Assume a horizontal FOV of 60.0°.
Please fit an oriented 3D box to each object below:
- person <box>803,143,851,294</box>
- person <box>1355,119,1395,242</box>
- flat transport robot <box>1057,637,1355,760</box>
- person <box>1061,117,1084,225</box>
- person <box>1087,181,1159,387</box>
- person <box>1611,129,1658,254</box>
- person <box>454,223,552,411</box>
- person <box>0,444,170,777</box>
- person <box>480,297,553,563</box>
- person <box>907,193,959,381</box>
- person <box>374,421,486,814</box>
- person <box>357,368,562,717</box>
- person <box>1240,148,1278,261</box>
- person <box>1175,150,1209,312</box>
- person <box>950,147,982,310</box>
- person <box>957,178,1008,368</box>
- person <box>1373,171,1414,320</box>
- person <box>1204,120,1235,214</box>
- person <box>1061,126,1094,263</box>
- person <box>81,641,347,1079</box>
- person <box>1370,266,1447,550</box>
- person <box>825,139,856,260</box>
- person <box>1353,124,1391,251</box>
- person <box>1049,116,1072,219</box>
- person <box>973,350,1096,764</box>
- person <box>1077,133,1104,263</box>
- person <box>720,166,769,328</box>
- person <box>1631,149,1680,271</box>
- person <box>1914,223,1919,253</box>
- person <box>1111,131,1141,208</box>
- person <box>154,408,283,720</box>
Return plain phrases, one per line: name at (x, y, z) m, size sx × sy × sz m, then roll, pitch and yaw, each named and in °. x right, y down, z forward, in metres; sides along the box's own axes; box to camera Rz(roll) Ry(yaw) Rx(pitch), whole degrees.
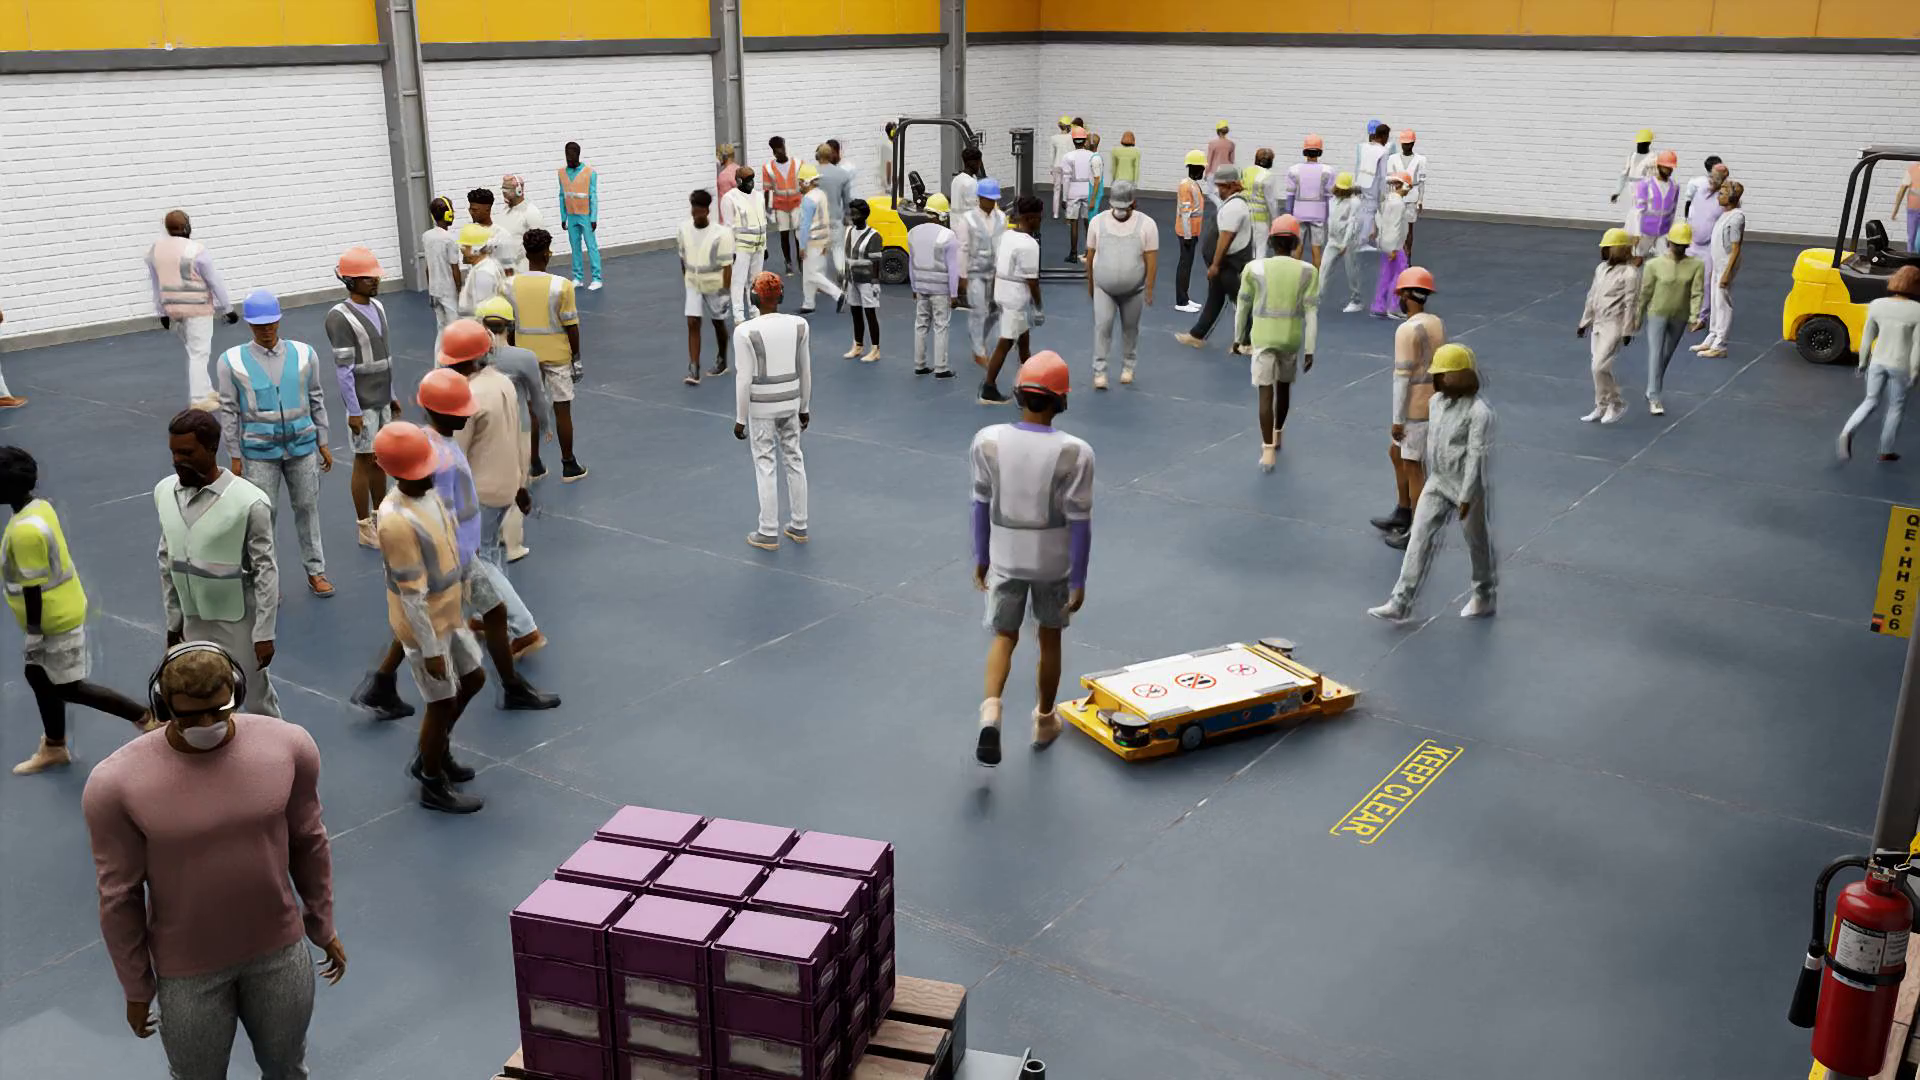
person at (-1.673, -4.059, 21.146) m, size 0.662 × 1.922 × 0.652 m, roll -6°, pitch 19°, yaw -17°
person at (6.596, -5.725, 26.401) m, size 0.654 × 1.898 × 0.868 m, roll 3°, pitch 18°, yaw 10°
flat transport robot at (1.281, 0.799, 8.619) m, size 1.431 × 0.197 × 0.652 m, roll -9°, pitch 20°, yaw -27°
person at (2.023, -6.147, 27.913) m, size 0.554 × 1.823 × 1.041 m, roll -8°, pitch 19°, yaw -24°
person at (1.562, -2.505, 16.092) m, size 0.695 × 2.000 × 0.557 m, roll 2°, pitch 18°, yaw 7°
person at (10.089, -5.132, 24.591) m, size 1.015 × 1.876 × 0.592 m, roll -5°, pitch 19°, yaw -16°
person at (-4.021, -1.824, 14.344) m, size 0.827 × 1.807 × 0.588 m, roll -6°, pitch 19°, yaw -19°
person at (-4.161, 0.339, 7.803) m, size 0.700 × 1.670 × 0.541 m, roll -8°, pitch 19°, yaw -24°
person at (-2.992, -0.737, 11.040) m, size 0.524 × 1.743 × 0.549 m, roll 2°, pitch 18°, yaw 7°
person at (-0.245, -2.491, 16.405) m, size 0.596 × 1.823 × 0.403 m, roll 13°, pitch 22°, yaw 35°
person at (-2.374, 0.360, 7.393) m, size 0.404 × 1.887 × 0.655 m, roll 0°, pitch 18°, yaw -1°
person at (-2.625, 0.031, 8.424) m, size 0.983 × 1.882 × 0.580 m, roll -7°, pitch 19°, yaw -22°
person at (3.898, -4.217, 21.823) m, size 0.433 × 1.822 × 0.663 m, roll -7°, pitch 19°, yaw -22°
person at (2.794, -3.740, 20.134) m, size 0.369 × 1.929 × 0.586 m, roll 5°, pitch 18°, yaw 14°
person at (0.086, -3.796, 20.290) m, size 0.418 × 1.948 × 0.600 m, roll -7°, pitch 19°, yaw -20°
person at (0.220, -2.734, 16.996) m, size 0.607 × 1.924 × 0.546 m, roll -10°, pitch 20°, yaw -28°
person at (5.193, -3.481, 19.686) m, size 0.550 × 1.707 × 0.583 m, roll 2°, pitch 18°, yaw 6°
person at (4.416, -6.210, 28.135) m, size 0.539 × 1.750 × 0.578 m, roll -8°, pitch 19°, yaw -23°
person at (1.711, -4.967, 23.969) m, size 0.545 × 1.933 × 0.376 m, roll -6°, pitch 19°, yaw -17°
person at (-2.072, 1.181, 4.739) m, size 0.627 × 1.934 × 0.372 m, roll -14°, pitch 22°, yaw -37°
person at (3.066, -0.894, 11.313) m, size 0.582 × 1.893 × 0.549 m, roll 12°, pitch 21°, yaw 33°
person at (-1.730, -4.487, 22.589) m, size 0.659 × 1.852 × 0.982 m, roll 11°, pitch 21°, yaw 30°
person at (6.198, -5.286, 25.028) m, size 0.454 × 1.894 × 0.618 m, roll -6°, pitch 19°, yaw -18°
person at (1.808, -6.468, 28.937) m, size 0.526 × 1.765 × 0.330 m, roll 6°, pitch 19°, yaw 19°
person at (0.325, 0.115, 7.938) m, size 0.613 × 2.020 × 0.740 m, roll 5°, pitch 18°, yaw 16°
person at (1.894, -4.937, 24.014) m, size 0.338 × 1.845 × 0.514 m, roll -1°, pitch 18°, yaw -2°
person at (-2.422, -3.336, 19.013) m, size 0.429 × 1.844 × 0.627 m, roll 13°, pitch 22°, yaw 35°
person at (8.481, -3.796, 20.358) m, size 0.559 × 1.950 × 0.607 m, roll -1°, pitch 18°, yaw -3°
person at (11.387, -3.321, 19.347) m, size 0.527 × 1.606 × 0.806 m, roll 11°, pitch 21°, yaw 31°
person at (2.734, -5.984, 27.674) m, size 0.497 × 1.606 × 0.723 m, roll 5°, pitch 18°, yaw 14°
person at (-3.256, 0.349, 7.360) m, size 0.593 × 1.921 × 0.391 m, roll 6°, pitch 19°, yaw 17°
